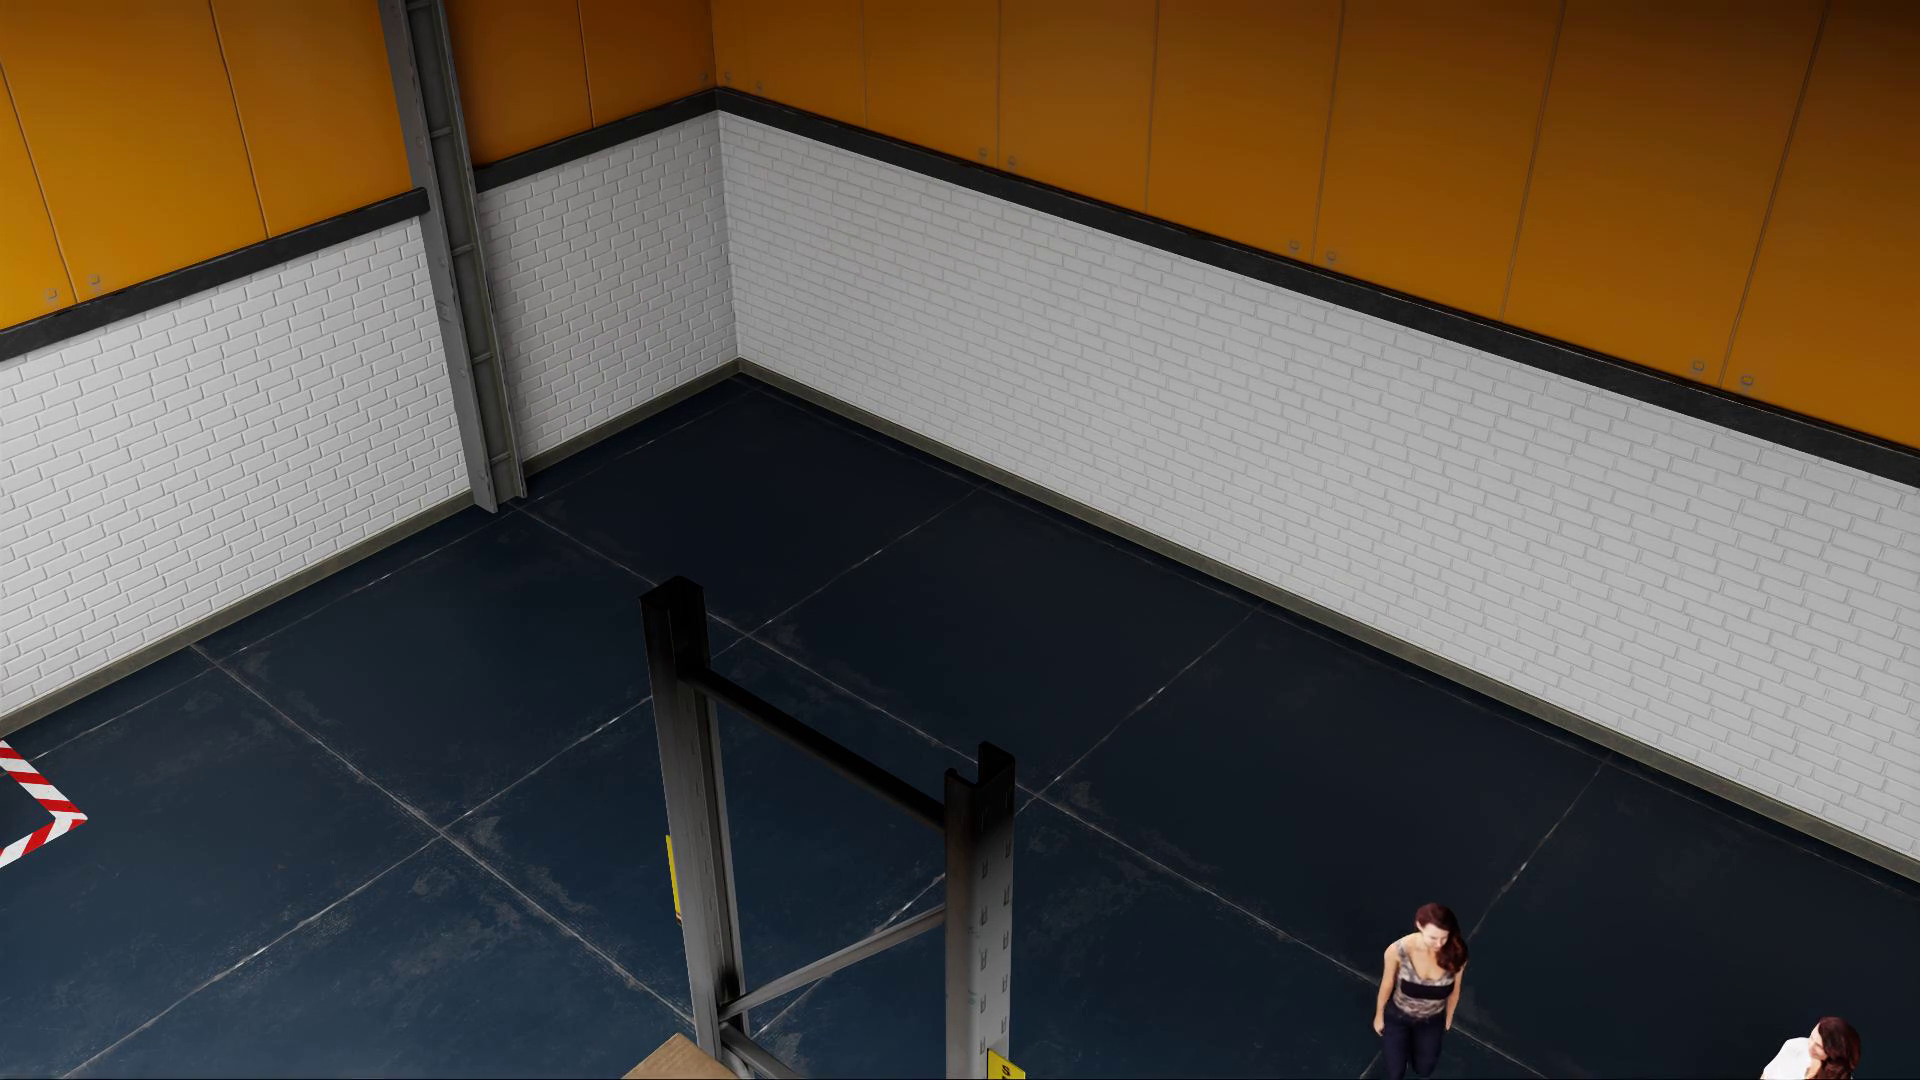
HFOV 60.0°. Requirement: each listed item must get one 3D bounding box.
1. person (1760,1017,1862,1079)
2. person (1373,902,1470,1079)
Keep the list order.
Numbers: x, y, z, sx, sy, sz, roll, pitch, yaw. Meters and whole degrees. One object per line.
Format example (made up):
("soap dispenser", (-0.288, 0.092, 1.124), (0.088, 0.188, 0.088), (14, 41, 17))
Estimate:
("person", (4.271, 3.075, 8.545), (0.670, 1.794, 0.686), (-14, 36, -20))
("person", (2.506, 2.601, 9.295), (0.897, 1.754, 0.996), (2, 34, 2))
